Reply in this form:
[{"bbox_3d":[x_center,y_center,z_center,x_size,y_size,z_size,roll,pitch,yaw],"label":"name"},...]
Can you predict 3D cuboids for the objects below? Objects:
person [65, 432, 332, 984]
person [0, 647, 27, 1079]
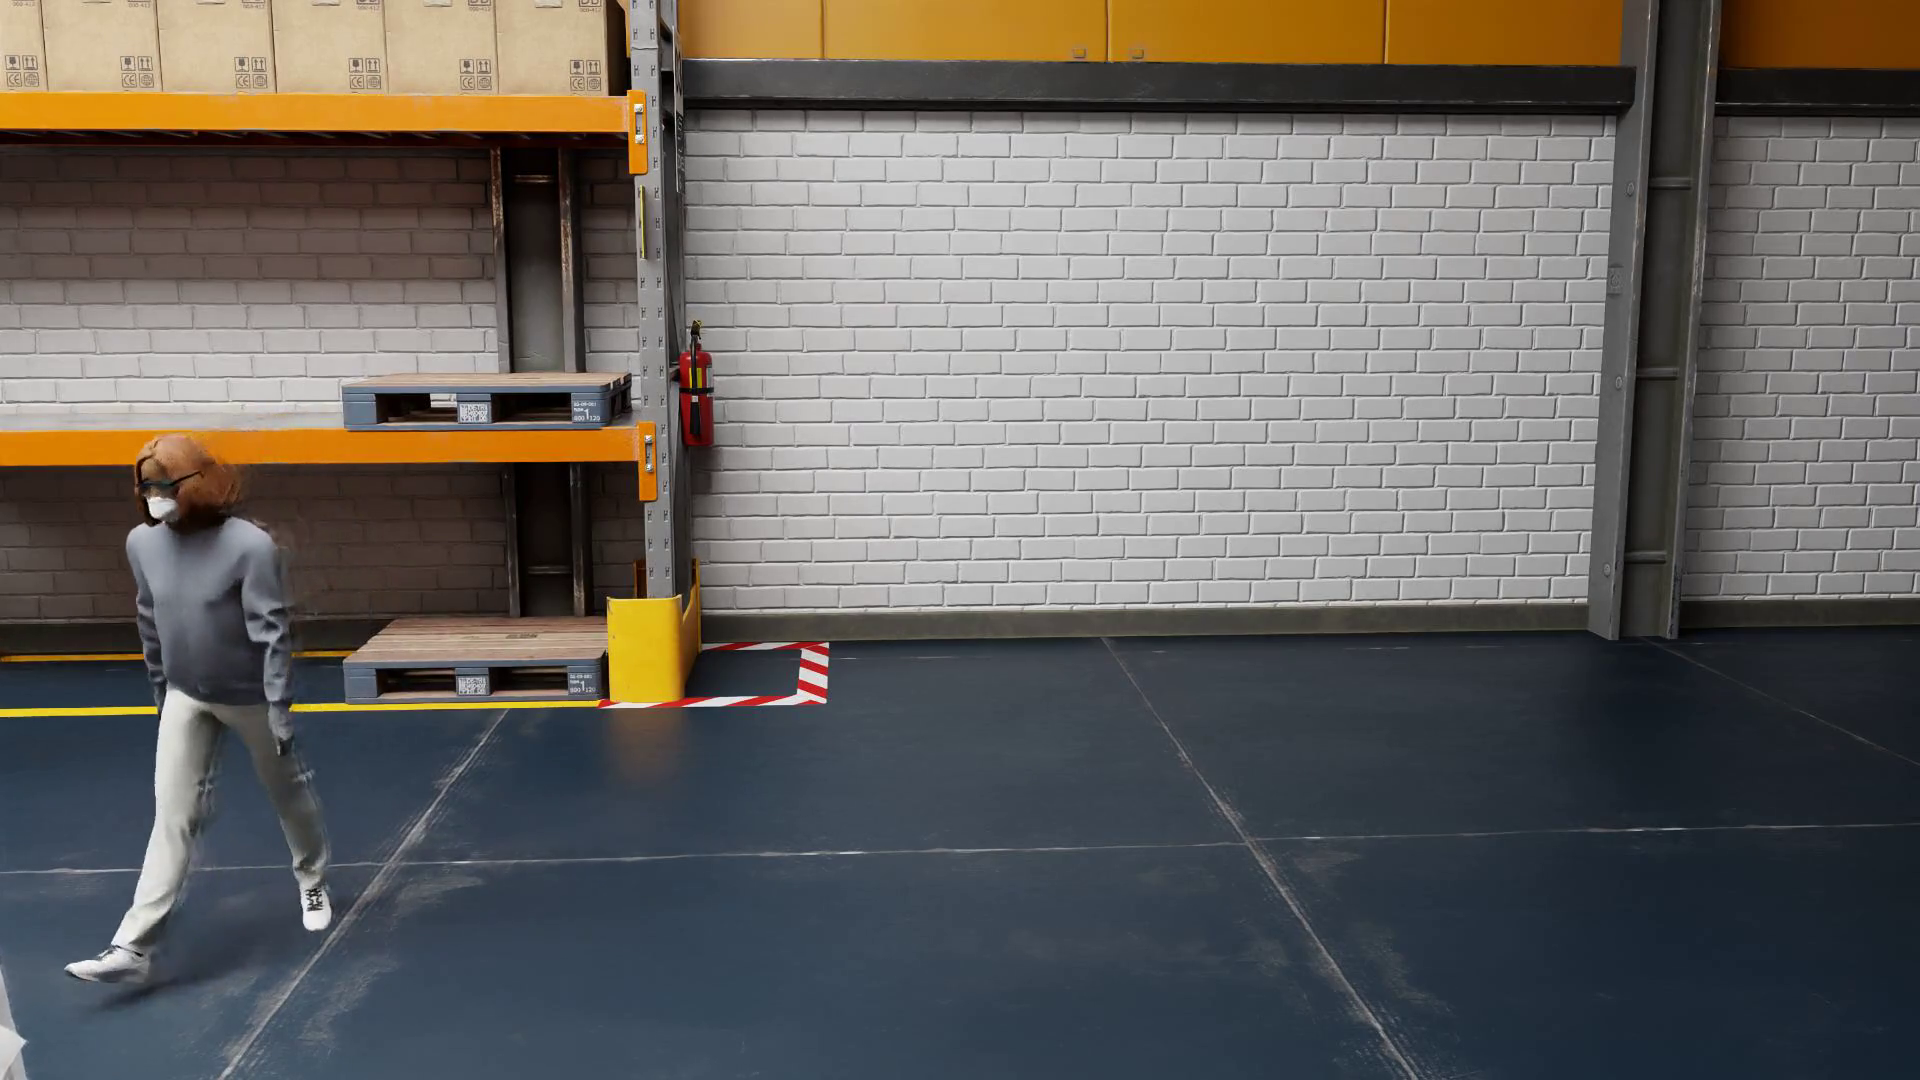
[{"bbox_3d":[-2.163,0.474,4.828,0.554,1.576,0.889,2,9,10],"label":"person"},{"bbox_3d":[-0.976,0.853,1.501,0.358,1.882,0.574,-4,10,-23],"label":"person"}]
